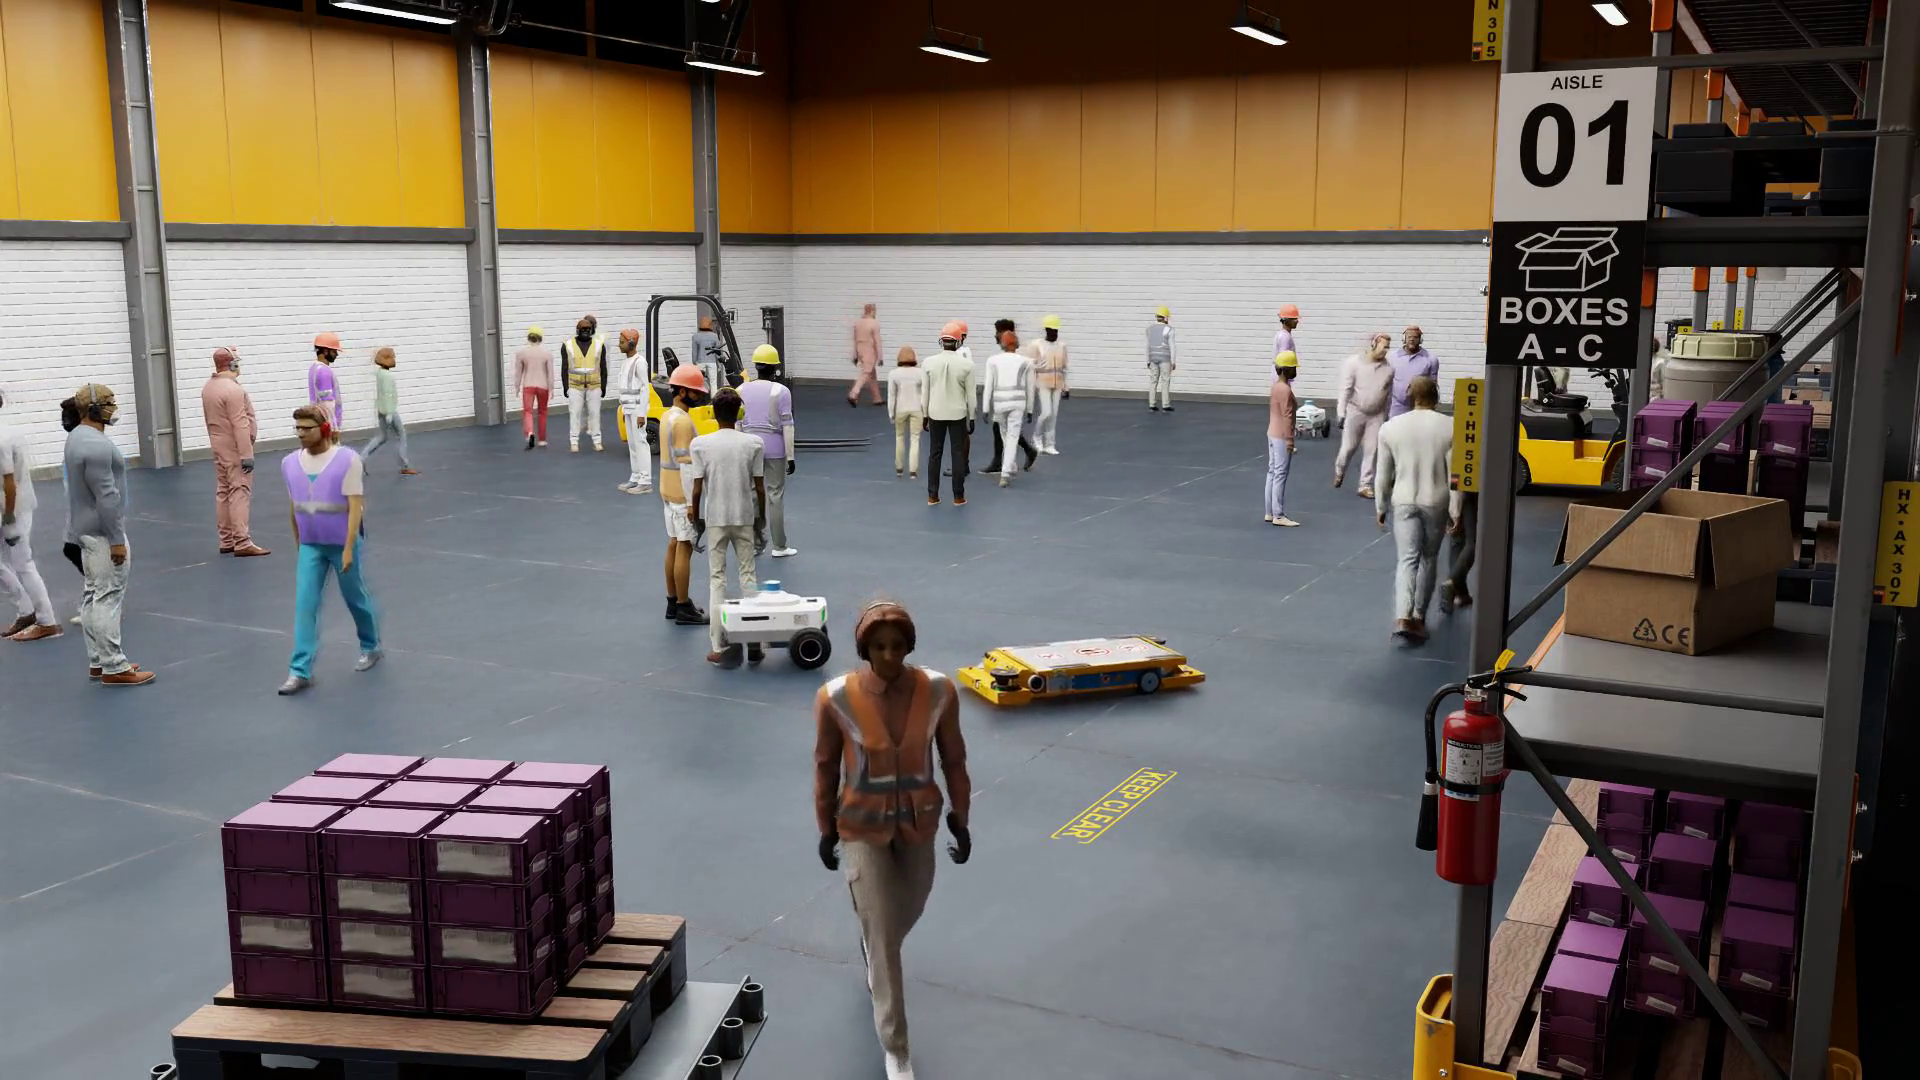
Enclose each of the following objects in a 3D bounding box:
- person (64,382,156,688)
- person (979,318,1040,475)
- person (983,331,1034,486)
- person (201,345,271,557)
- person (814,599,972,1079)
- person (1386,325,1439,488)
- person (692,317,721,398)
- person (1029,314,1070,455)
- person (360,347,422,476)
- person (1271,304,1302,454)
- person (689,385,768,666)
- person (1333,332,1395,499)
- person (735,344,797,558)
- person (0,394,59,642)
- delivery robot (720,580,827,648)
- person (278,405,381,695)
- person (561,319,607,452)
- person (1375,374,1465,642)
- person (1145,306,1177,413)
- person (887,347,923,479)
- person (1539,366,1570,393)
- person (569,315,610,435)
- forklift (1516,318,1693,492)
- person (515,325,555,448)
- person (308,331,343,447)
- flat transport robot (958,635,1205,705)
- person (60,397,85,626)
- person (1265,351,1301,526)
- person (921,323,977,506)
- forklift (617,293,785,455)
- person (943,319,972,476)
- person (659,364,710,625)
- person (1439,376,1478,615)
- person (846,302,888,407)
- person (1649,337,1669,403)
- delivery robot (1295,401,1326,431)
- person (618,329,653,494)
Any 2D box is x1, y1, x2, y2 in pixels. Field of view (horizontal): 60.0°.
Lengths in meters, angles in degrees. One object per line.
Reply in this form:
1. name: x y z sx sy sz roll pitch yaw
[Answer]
1. person: -5.431 -0.032 10.558 0.372 1.940 0.631 -8 13 -39
2. person: 0.600 -1.763 20.537 0.691 1.948 0.660 -3 10 -17
3. person: 0.579 -1.560 19.779 0.590 1.810 0.986 2 10 13
4. person: -6.581 -0.804 15.107 0.651 1.911 0.410 9 13 43
5. person: -0.254 0.970 5.760 0.528 1.610 0.798 -3 10 -18
6. person: 5.229 -1.545 19.393 0.643 1.913 0.411 3 10 16
7. person: -4.410 -3.058 28.954 0.507 1.631 0.266 -1 10 -4
8. person: 1.231 -2.105 22.616 0.611 1.912 0.411 -6 12 -32
9. person: -7.091 -1.575 20.448 0.769 1.602 0.507 -6 12 -32
10. person: 4.482 -2.214 22.881 0.387 2.045 0.605 1 10 6
11. person: -1.544 -0.091 11.100 0.513 1.871 0.329 -2 10 -11
12. person: 4.552 -1.425 18.823 0.712 1.865 0.780 -1 10 -7
13. person: -1.749 -0.797 15.019 0.588 1.927 0.370 4 11 22
14. person: -6.667 -0.180 11.707 0.479 1.835 0.539 -7 12 -36
15. delivery robot: -1.250 0.514 11.124 0.707 0.478 0.477 -1 10 -8
16. person: -4.049 0.026 10.649 0.567 1.802 0.953 1 10 8
17. person: -5.198 -2.131 23.027 0.627 1.837 0.430 -3 10 -17
18. person: 3.276 -0.224 11.869 0.627 1.894 0.928 3 10 16
19. person: 3.482 -3.116 28.723 0.601 1.827 0.404 8 12 38
20. person: -0.629 -1.565 20.400 0.514 1.604 0.673 0 10 0
21. person: 8.513 -2.282 23.984 0.834 1.803 0.599 -3 10 -17
22. person: -5.597 -2.475 25.060 0.653 1.817 0.463 -1 10 -6
23. forklift: 7.066 -1.601 18.899 2.313 2.155 1.214 5 11 27
24. person: -5.965 -2.138 23.333 0.546 1.736 0.727 -2 10 -11
25. person: -6.602 -1.213 17.418 0.365 1.932 0.543 -6 12 -32
26. flat transport robot: 0.768 0.807 10.519 1.431 0.197 0.652 -4 10 -22
27. person: -6.488 -0.217 12.341 0.553 1.691 0.377 8 13 40
28. person: 3.268 -1.025 16.806 0.308 1.769 0.525 -1 10 -5
29. person: -0.117 -1.354 18.088 0.619 1.989 0.396 2 10 10
30. forklift: -3.588 -2.317 23.042 2.313 2.155 1.214 -1 10 -5
31. person: -0.028 -1.751 20.496 0.347 1.943 0.544 2 10 11
32. person: -2.032 -0.335 12.345 0.374 1.928 0.543 -4 11 -23
33. person: 3.822 -0.332 12.654 0.507 1.823 0.820 8 13 38
34. person: -1.679 -3.313 29.736 0.947 1.871 0.644 -8 12 -38
35. person: 9.502 -1.992 22.835 0.550 1.622 0.529 -9 13 -41
36. delivery robot: 5.160 -1.823 24.653 0.477 0.478 0.707 6 11 29
37. person: -3.726 -1.468 19.027 0.337 1.882 0.583 -6 11 -29
